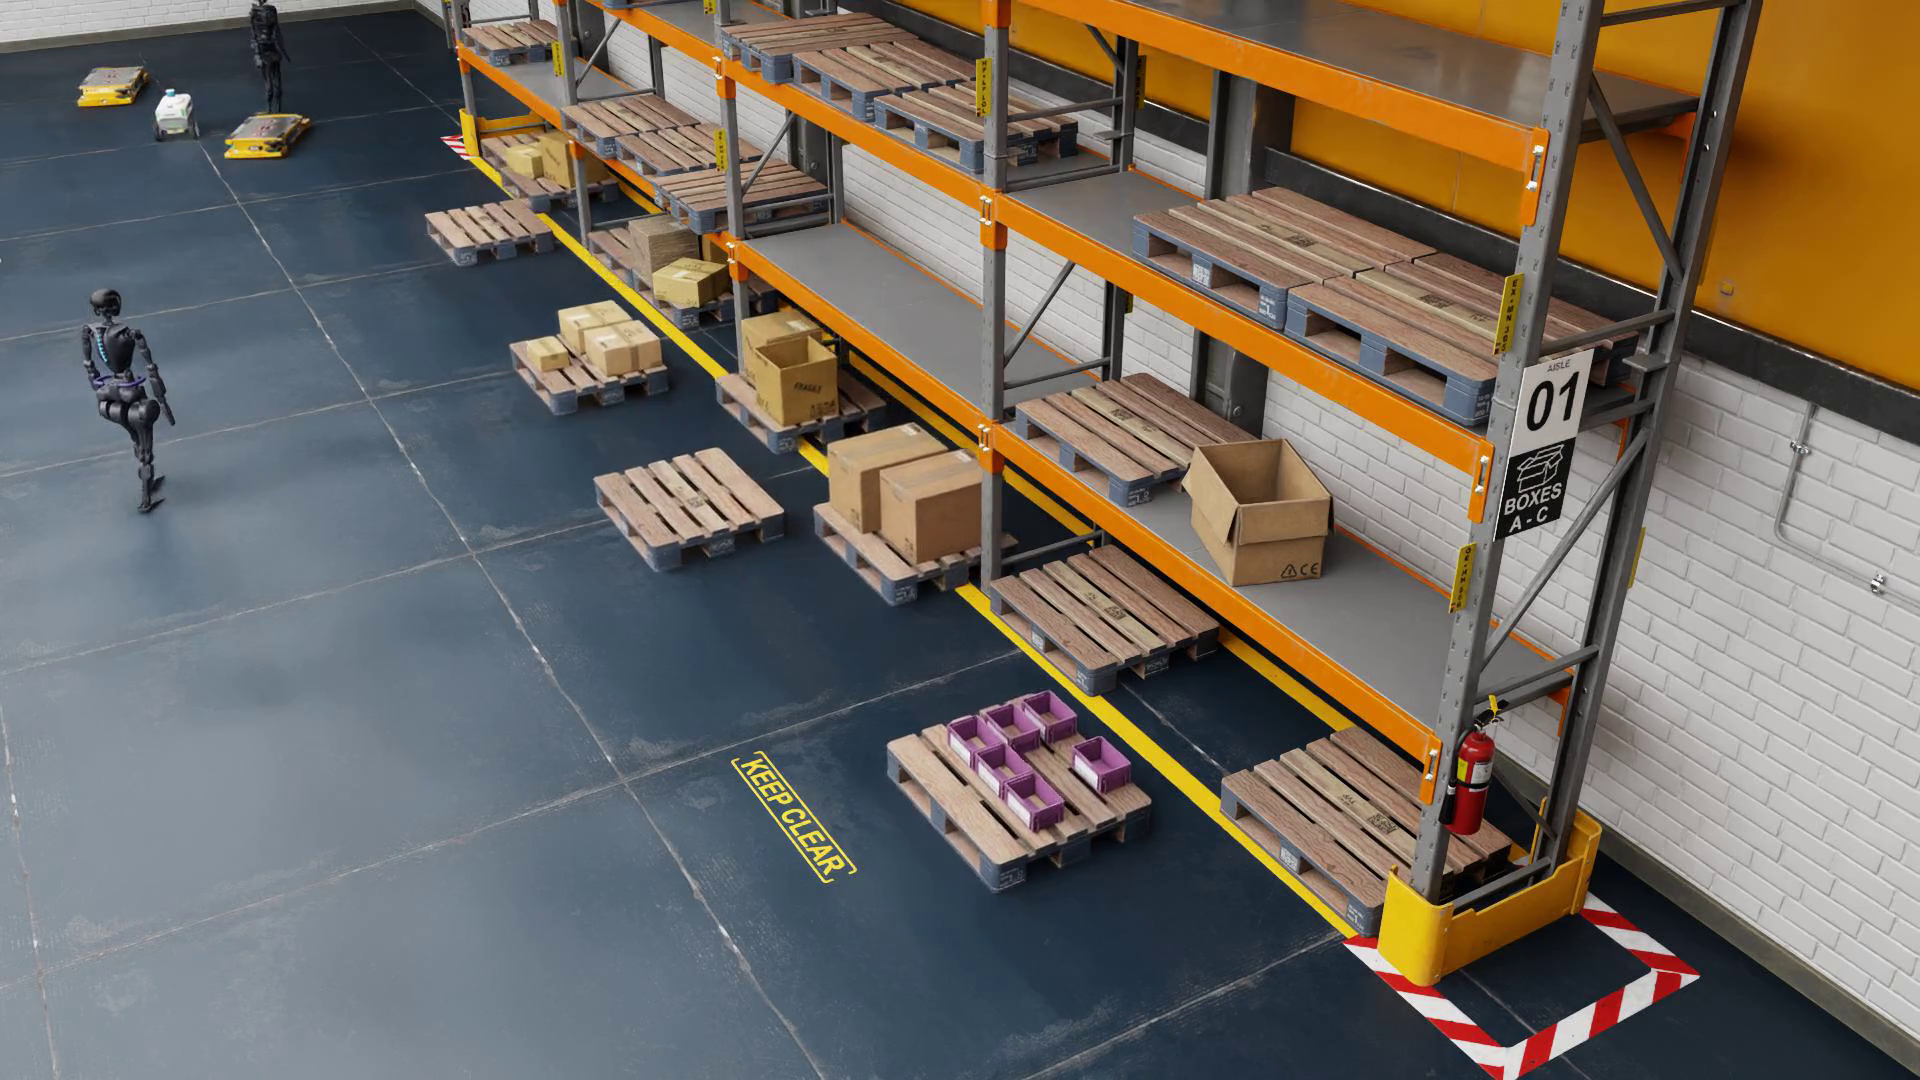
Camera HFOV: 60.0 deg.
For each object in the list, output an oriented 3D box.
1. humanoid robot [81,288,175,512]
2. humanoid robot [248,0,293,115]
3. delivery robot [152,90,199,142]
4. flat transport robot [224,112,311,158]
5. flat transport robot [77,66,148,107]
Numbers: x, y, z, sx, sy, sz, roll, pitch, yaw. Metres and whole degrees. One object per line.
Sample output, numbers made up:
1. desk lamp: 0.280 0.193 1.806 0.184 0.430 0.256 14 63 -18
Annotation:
1. humanoid robot: -6.004 -1.042 12.048 0.613 1.641 0.538 5 30 9
2. humanoid robot: -8.798 -6.214 21.174 0.330 1.652 0.585 7 30 13
3. delivery robot: -9.759 -5.299 20.684 0.499 0.583 0.767 -8 30 -13
4. flat transport robot: -8.489 -4.967 20.401 0.659 0.231 1.431 -3 30 -5
5. flat transport robot: -11.438 -6.133 22.459 0.659 0.231 1.431 -7 30 -13
